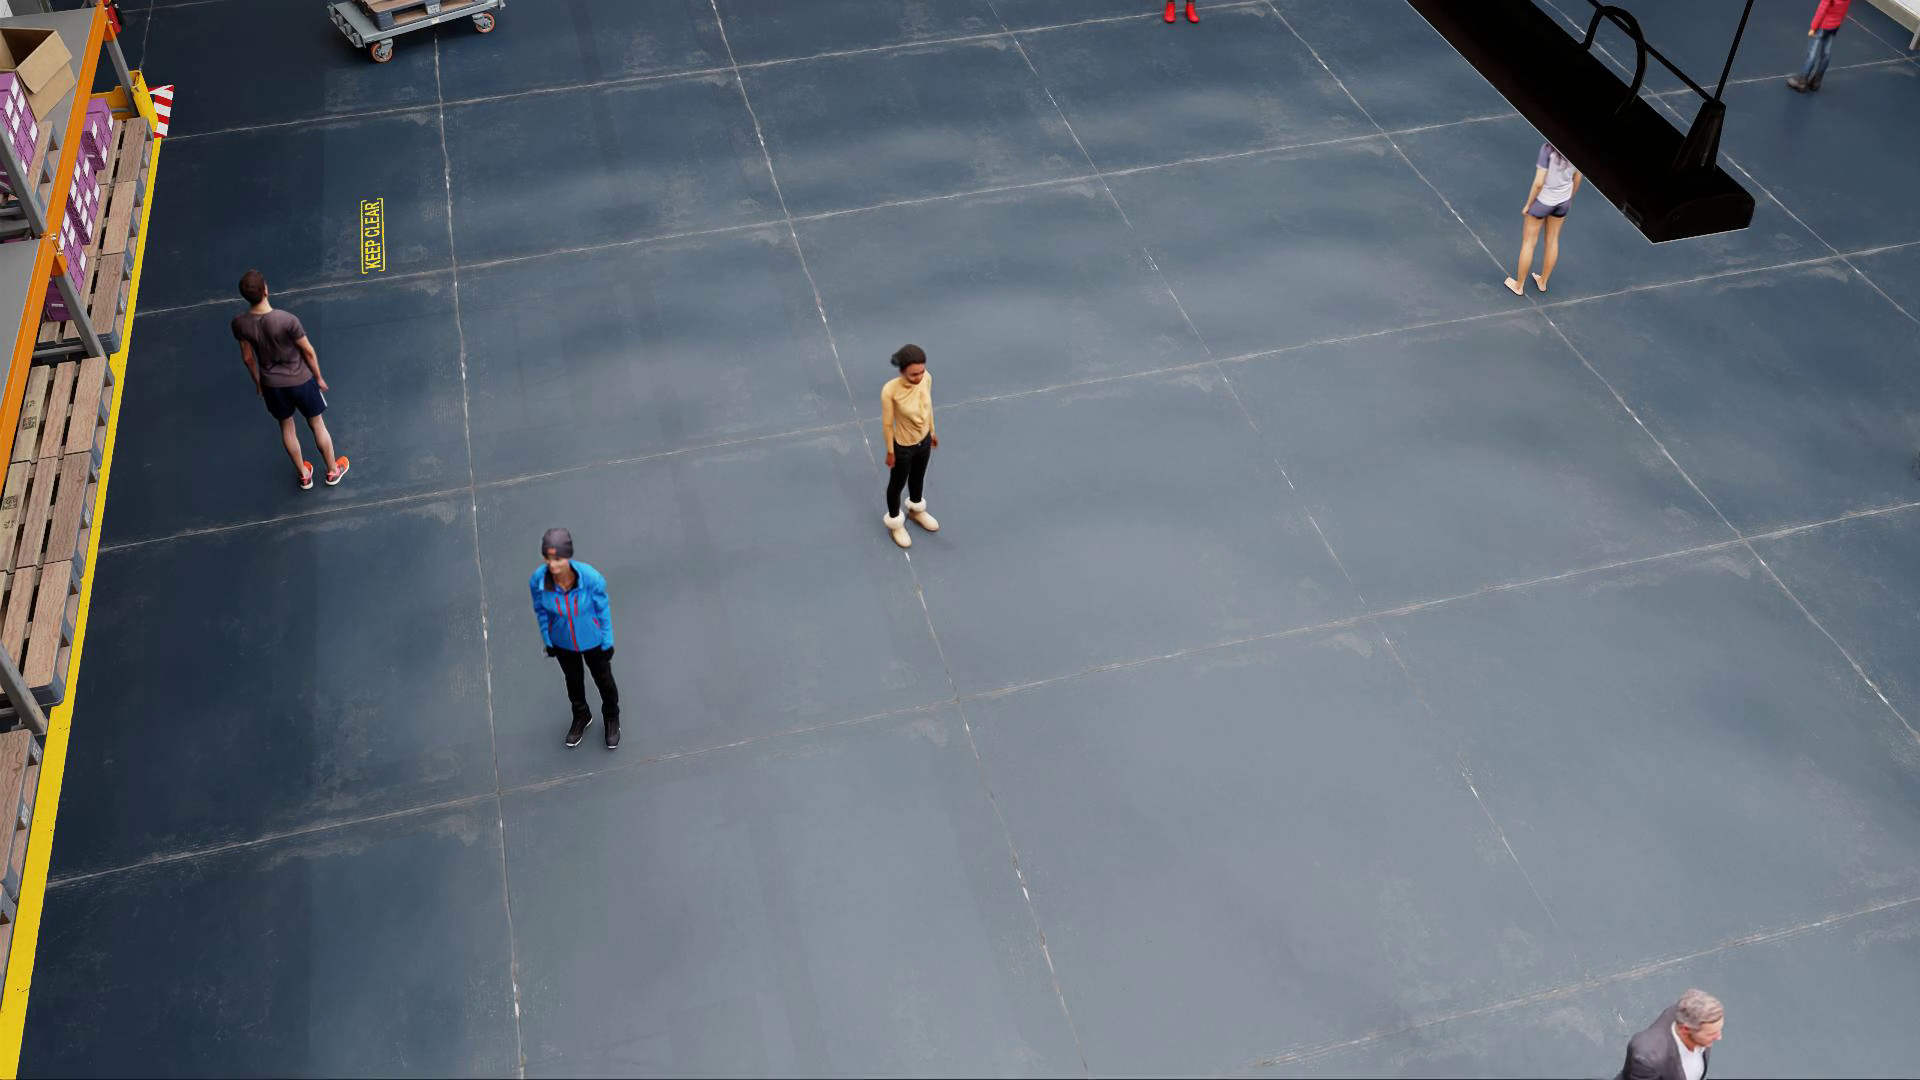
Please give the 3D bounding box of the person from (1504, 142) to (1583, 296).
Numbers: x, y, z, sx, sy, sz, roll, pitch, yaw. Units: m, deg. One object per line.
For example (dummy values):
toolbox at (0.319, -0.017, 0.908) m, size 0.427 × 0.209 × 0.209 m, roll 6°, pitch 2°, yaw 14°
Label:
person at (4.921, -2.827, 13.879) m, size 0.594 × 1.734 × 0.505 m, roll -8°, pitch 44°, yaw -8°

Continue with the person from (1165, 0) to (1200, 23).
person at (2.403, -6.369, 17.546) m, size 0.675 × 1.803 × 0.602 m, roll -3°, pitch 44°, yaw -3°

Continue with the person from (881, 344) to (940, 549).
person at (-0.363, -0.700, 11.701) m, size 0.677 × 1.658 × 0.684 m, roll -30°, pitch 51°, yaw -28°

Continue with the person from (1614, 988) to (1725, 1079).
person at (3.242, 2.691, 8.027) m, size 0.936 × 1.816 × 1.162 m, roll -26°, pitch 49°, yaw -25°

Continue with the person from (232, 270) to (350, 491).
person at (-4.866, -1.143, 12.025) m, size 0.672 × 1.853 × 0.575 m, roll -6°, pitch 44°, yaw -6°

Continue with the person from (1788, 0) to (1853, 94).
person at (8.658, -5.107, 16.578) m, size 0.510 × 1.313 × 0.484 m, roll -12°, pitch 45°, yaw -13°

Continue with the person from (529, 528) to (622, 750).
person at (-2.342, 0.604, 10.233) m, size 0.675 × 1.795 × 0.634 m, roll 4°, pitch 44°, yaw 4°
